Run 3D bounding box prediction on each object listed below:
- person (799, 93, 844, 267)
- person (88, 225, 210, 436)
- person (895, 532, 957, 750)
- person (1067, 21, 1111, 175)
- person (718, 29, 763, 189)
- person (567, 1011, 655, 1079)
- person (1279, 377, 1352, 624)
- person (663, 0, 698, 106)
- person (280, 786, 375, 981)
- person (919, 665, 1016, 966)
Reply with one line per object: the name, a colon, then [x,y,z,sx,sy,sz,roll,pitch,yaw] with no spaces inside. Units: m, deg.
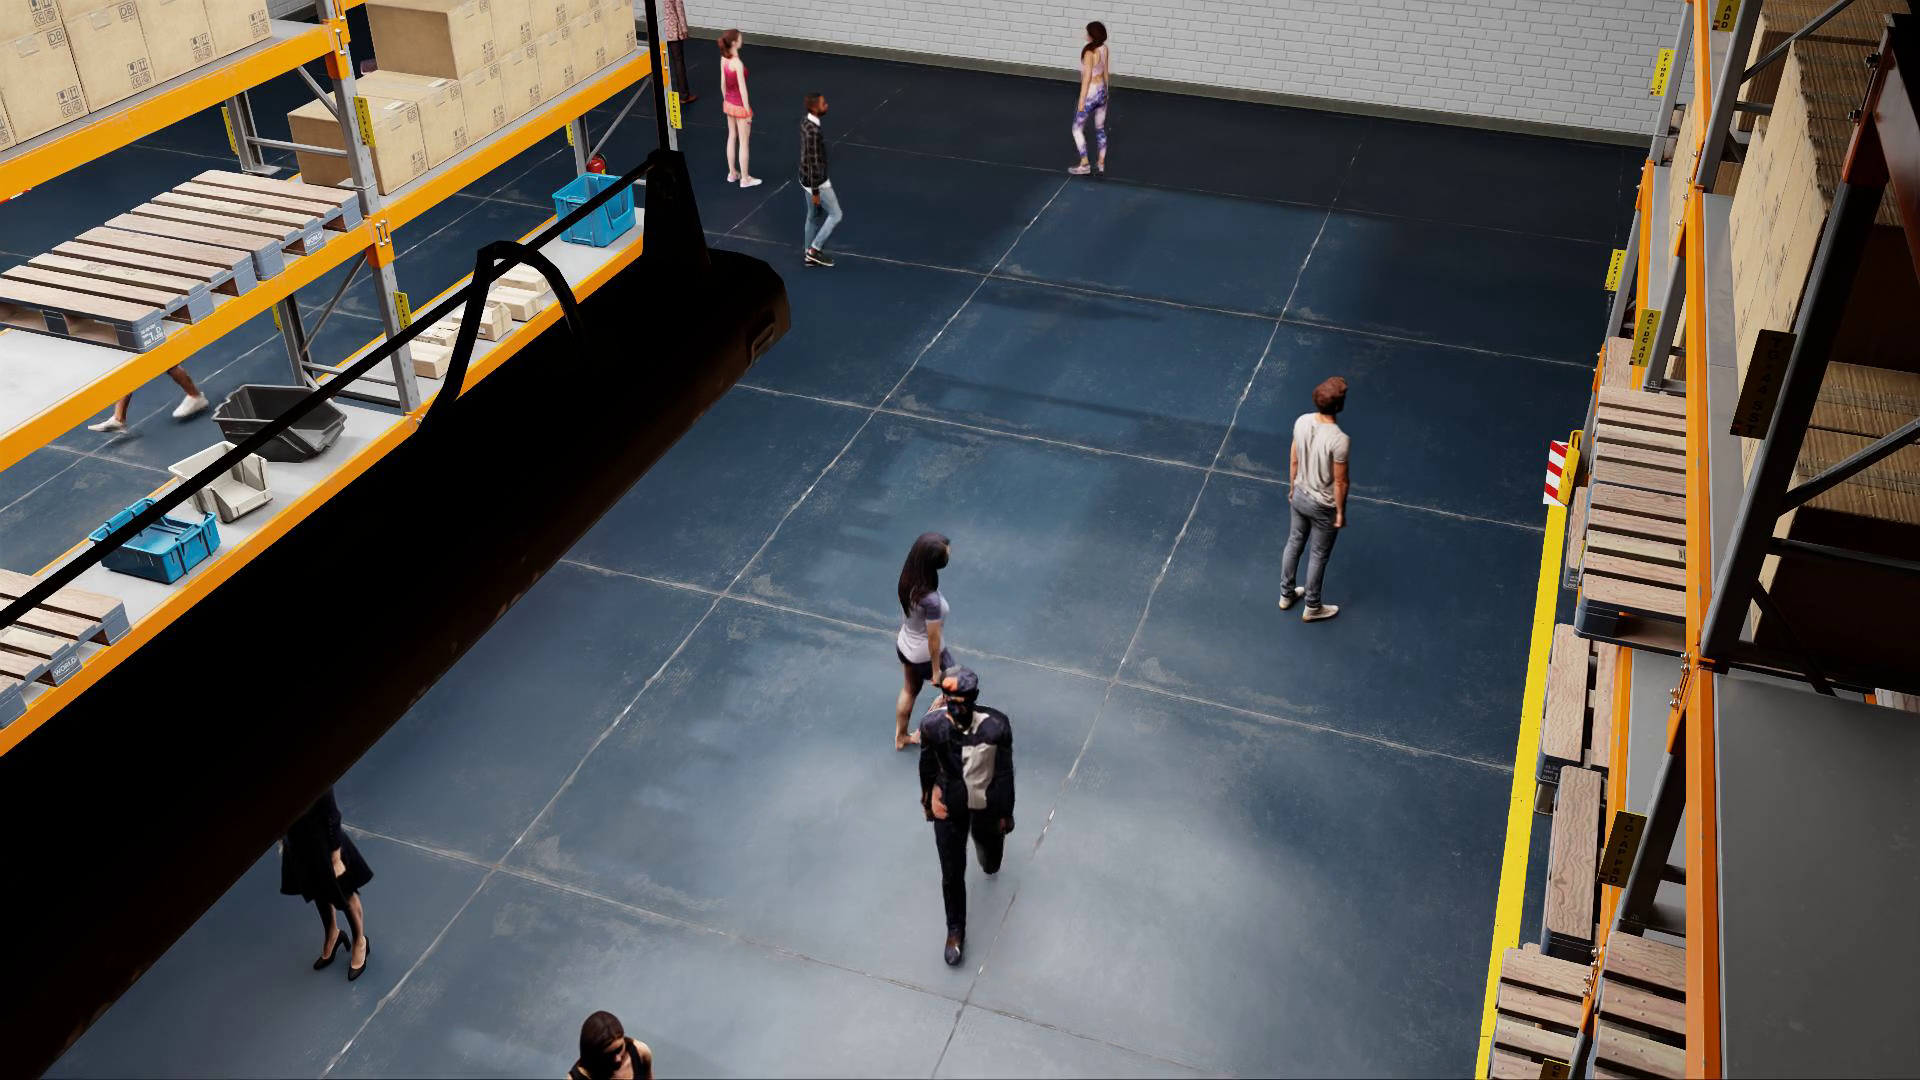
person: [-1.541,-3.587,16.697,0.878,1.810,0.783,-8,34,-12]
person: [-6.839,-1.790,13.989,0.901,1.815,1.303,21,39,29]
person: [-0.285,0.700,10.357,0.857,1.688,0.800,-18,38,-25]
person: [1.531,-4.996,18.858,0.636,1.764,0.842,-25,41,-32]
person: [-2.502,-4.857,18.661,0.661,1.750,0.645,-26,42,-34]
person: [-1.521,2.677,7.385,0.614,1.686,0.717,-27,42,-34]
person: [2.495,-0.287,11.652,0.748,1.899,0.747,-24,40,-31]
person: [-3.685,-6.414,20.952,0.689,1.808,0.597,10,35,14]
person: [-3.440,1.655,8.867,0.611,1.747,0.579,14,36,20]
person: [0.059,1.413,9.119,0.886,1.871,1.122,2,34,2]
